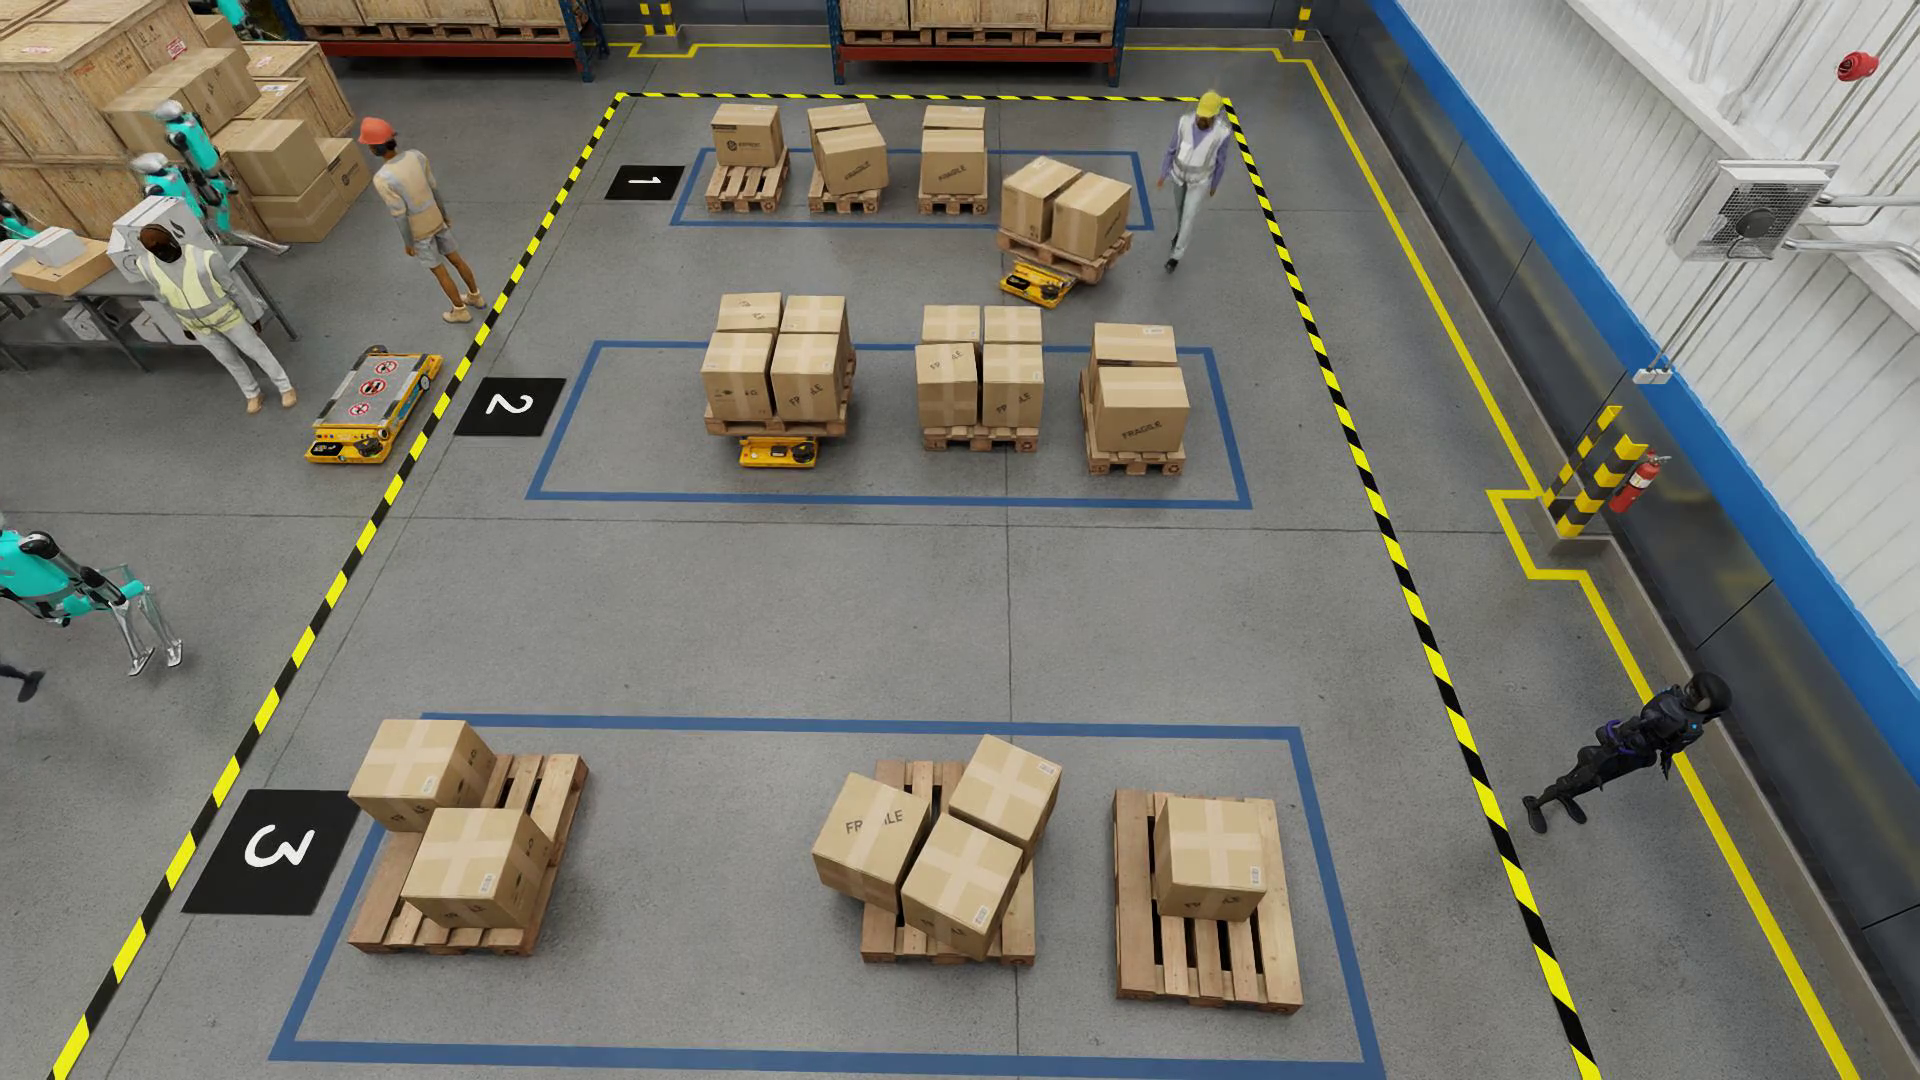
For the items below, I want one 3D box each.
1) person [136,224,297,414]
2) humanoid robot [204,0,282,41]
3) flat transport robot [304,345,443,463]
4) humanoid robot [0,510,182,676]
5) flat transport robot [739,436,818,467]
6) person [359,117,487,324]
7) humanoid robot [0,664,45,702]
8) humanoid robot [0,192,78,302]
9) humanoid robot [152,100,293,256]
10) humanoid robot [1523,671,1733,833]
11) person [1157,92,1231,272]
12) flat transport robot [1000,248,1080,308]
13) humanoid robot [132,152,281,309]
[{"bbox_3d":[-6.442,-1.903,7.956,0.631,1.834,0.429,-11,51,-9],"label":"person"},{"bbox_3d":[-8.849,-6.375,11.822,0.994,1.773,0.530,-1,50,-1],"label":"humanoid robot"},{"bbox_3d":[-5.383,-1.269,8.441,0.659,0.231,1.431,1,50,1],"label":"flat transport robot"},{"bbox_3d":[-5.834,0.259,6.099,0.533,1.675,0.735,-11,51,-9],"label":"humanoid robot"},{"bbox_3d":[-1.582,-1.235,8.394,0.652,0.197,1.431,1,50,1],"label":"flat transport robot"},{"bbox_3d":[-5.136,-3.009,8.752,0.378,2.041,0.614,12,51,10],"label":"person"},{"bbox_3d":[-6.721,0.718,5.851,0.603,1.637,0.721,-5,50,-4],"label":"humanoid robot"},{"bbox_3d":[-9.224,-3.080,9.079,0.824,1.881,0.547,-6,50,-5],"label":"humanoid robot"},{"bbox_3d":[-7.822,-3.631,9.483,1.019,1.746,0.561,-6,50,-5],"label":"humanoid robot"},{"bbox_3d":[3.920,1.256,5.371,0.599,1.657,0.315,-7,50,-6],"label":"humanoid robot"},{"bbox_3d":[2.390,-3.762,9.560,0.596,1.785,0.910,28,55,22],"label":"person"},{"bbox_3d":[1.087,-3.043,9.923,0.652,0.197,1.431,27,55,21],"label":"flat transport robot"},{"bbox_3d":[-7.485,-2.847,8.832,1.039,1.736,0.558,-1,50,-1],"label":"humanoid robot"}]
